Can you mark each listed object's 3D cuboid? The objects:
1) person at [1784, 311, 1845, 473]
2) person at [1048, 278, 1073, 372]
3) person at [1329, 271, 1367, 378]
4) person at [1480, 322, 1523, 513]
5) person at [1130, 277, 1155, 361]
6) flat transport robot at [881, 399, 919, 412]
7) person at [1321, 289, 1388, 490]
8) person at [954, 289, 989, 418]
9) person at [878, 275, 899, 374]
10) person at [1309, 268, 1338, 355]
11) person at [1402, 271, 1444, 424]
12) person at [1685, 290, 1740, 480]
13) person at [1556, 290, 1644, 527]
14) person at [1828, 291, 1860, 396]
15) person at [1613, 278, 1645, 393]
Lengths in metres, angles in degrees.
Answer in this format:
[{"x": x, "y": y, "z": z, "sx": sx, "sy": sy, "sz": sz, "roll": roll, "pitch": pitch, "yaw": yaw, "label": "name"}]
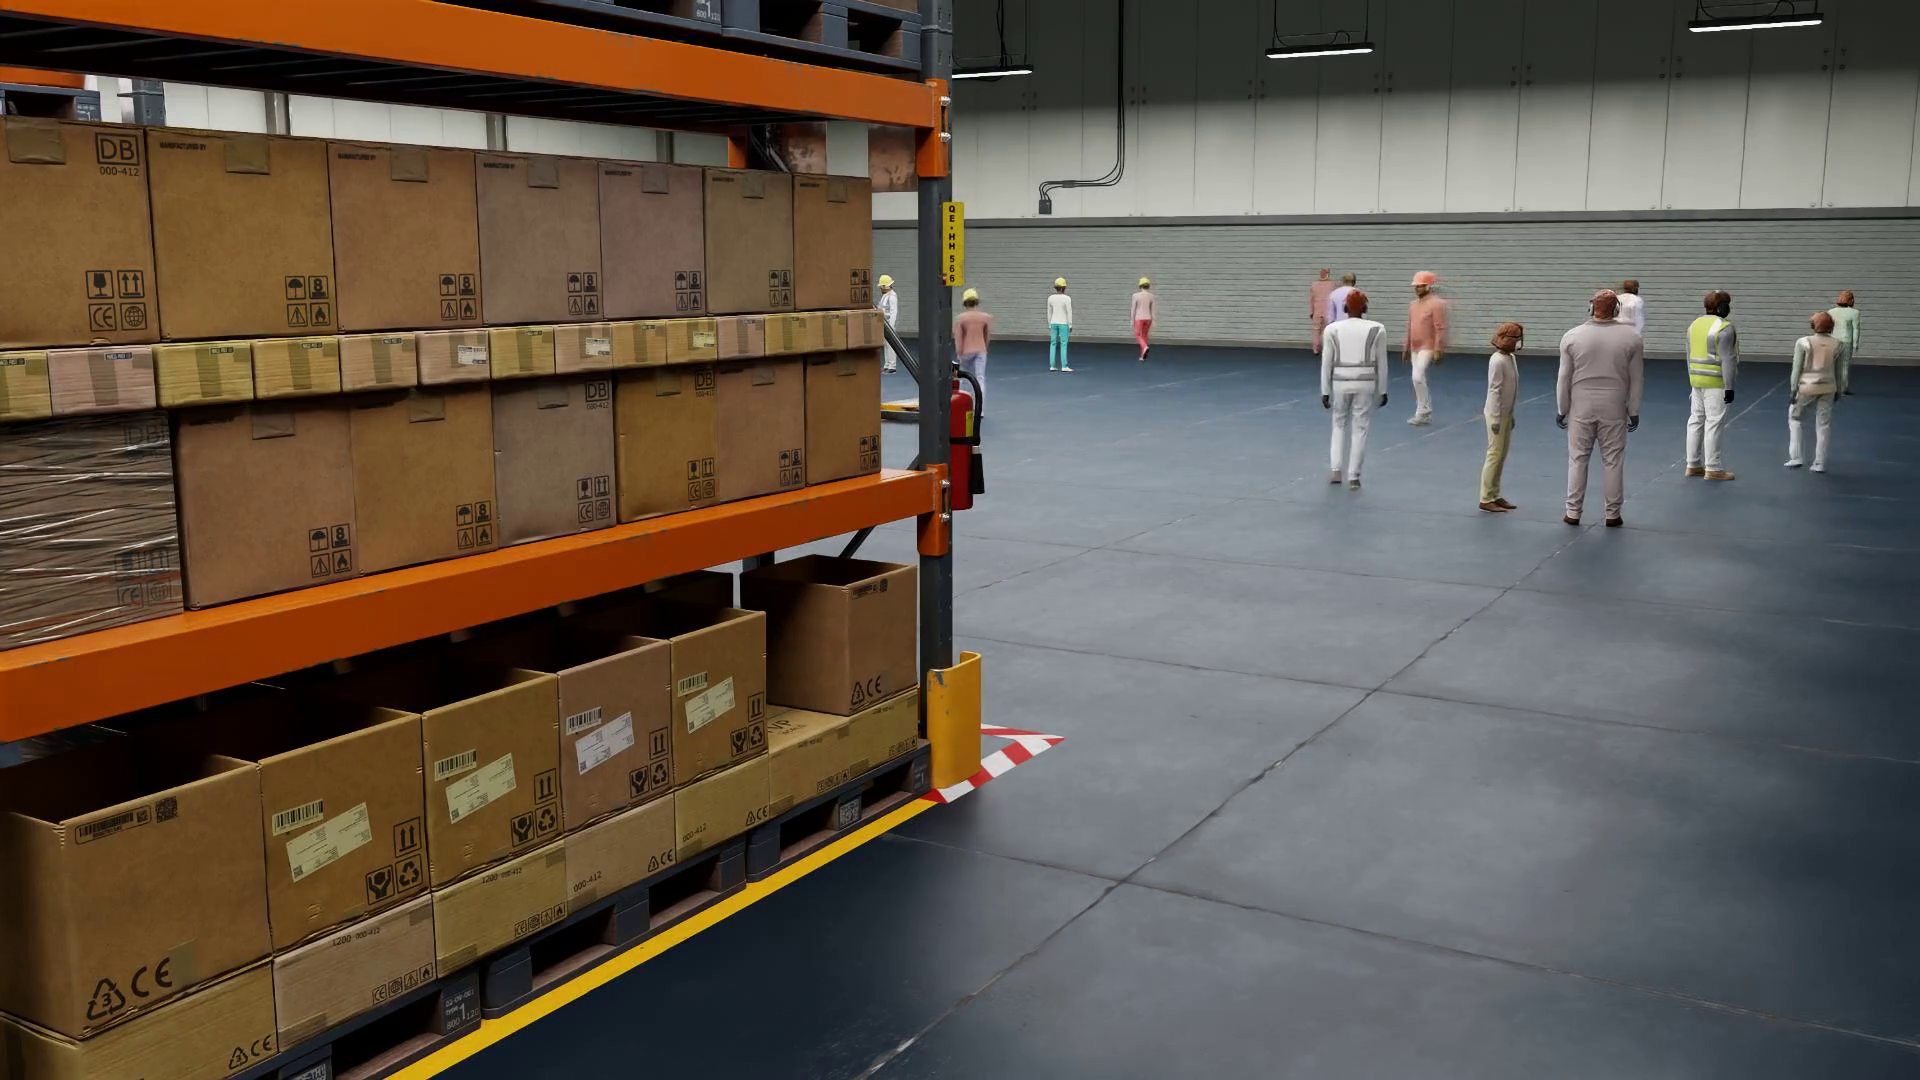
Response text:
[{"x": 8.638, "y": -1.498, "z": 16.843, "sx": 0.543, "sy": 1.618, "sz": 0.580, "roll": 0, "pitch": 10, "yaw": 3, "label": "person"}, {"x": 1.892, "y": -4.055, "z": 31.374, "sx": 0.525, "sy": 1.772, "sz": 0.307, "roll": 7, "pitch": 12, "yaw": 34, "label": "person"}, {"x": 6.627, "y": -3.623, "z": 28.394, "sx": 0.633, "sy": 1.924, "sz": 0.463, "roll": 9, "pitch": 13, "yaw": 41, "label": "person"}, {"x": 4.624, "y": -1.045, "z": 14.184, "sx": 0.289, "sy": 1.623, "sz": 0.507, "roll": 6, "pitch": 11, "yaw": 32, "label": "person"}, {"x": 3.804, "y": -4.552, "z": 34.337, "sx": 0.531, "sy": 1.746, "sz": 0.579, "roll": -4, "pitch": 10, "yaw": -20, "label": "person"}, {"x": -0.555, "y": -1.759, "z": 22.310, "sx": 0.652, "sy": 0.197, "sz": 1.431, "roll": 6, "pitch": 11, "yaw": 30, "label": "flat transport robot"}, {"x": 3.706, "y": -1.407, "z": 15.606, "sx": 0.597, "sy": 1.866, "sz": 0.619, "roll": 4, "pitch": 10, "yaw": 21, "label": "person"}, {"x": 0.144, "y": -2.532, "z": 22.609, "sx": 0.523, "sy": 1.720, "sz": 0.915, "roll": -3, "pitch": 10, "yaw": -14, "label": "person"}, {"x": -1.341, "y": -3.972, "z": 30.736, "sx": 0.403, "sy": 1.822, "sz": 0.589, "roll": -3, "pitch": 10, "yaw": -15, "label": "person"}, {"x": 7.996, "y": -5.003, "z": 36.536, "sx": 0.643, "sy": 1.905, "sz": 0.400, "roll": 5, "pitch": 11, "yaw": 28, "label": "person"}, {"x": 5.903, "y": -2.464, "z": 21.426, "sx": 0.518, "sy": 1.980, "sz": 0.649, "roll": -4, "pitch": 10, "yaw": -21, "label": "person"}, {"x": 7.364, "y": -1.510, "z": 16.260, "sx": 0.429, "sy": 1.847, "sz": 0.627, "roll": -2, "pitch": 10, "yaw": -12, "label": "person"}, {"x": 5.158, "y": -1.060, "z": 13.441, "sx": 0.651, "sy": 1.906, "sz": 0.403, "roll": 3, "pitch": 10, "yaw": 19, "label": "person"}, {"x": 13.798, "y": -3.073, "z": 26.018, "sx": 0.270, "sy": 1.632, "sz": 0.508, "roll": -8, "pitch": 12, "yaw": -38, "label": "person"}, {"x": 10.495, "y": -3.206, "z": 26.236, "sx": 0.579, "sy": 1.828, "sz": 0.641, "roll": -3, "pitch": 10, "yaw": -17, "label": "person"}]
